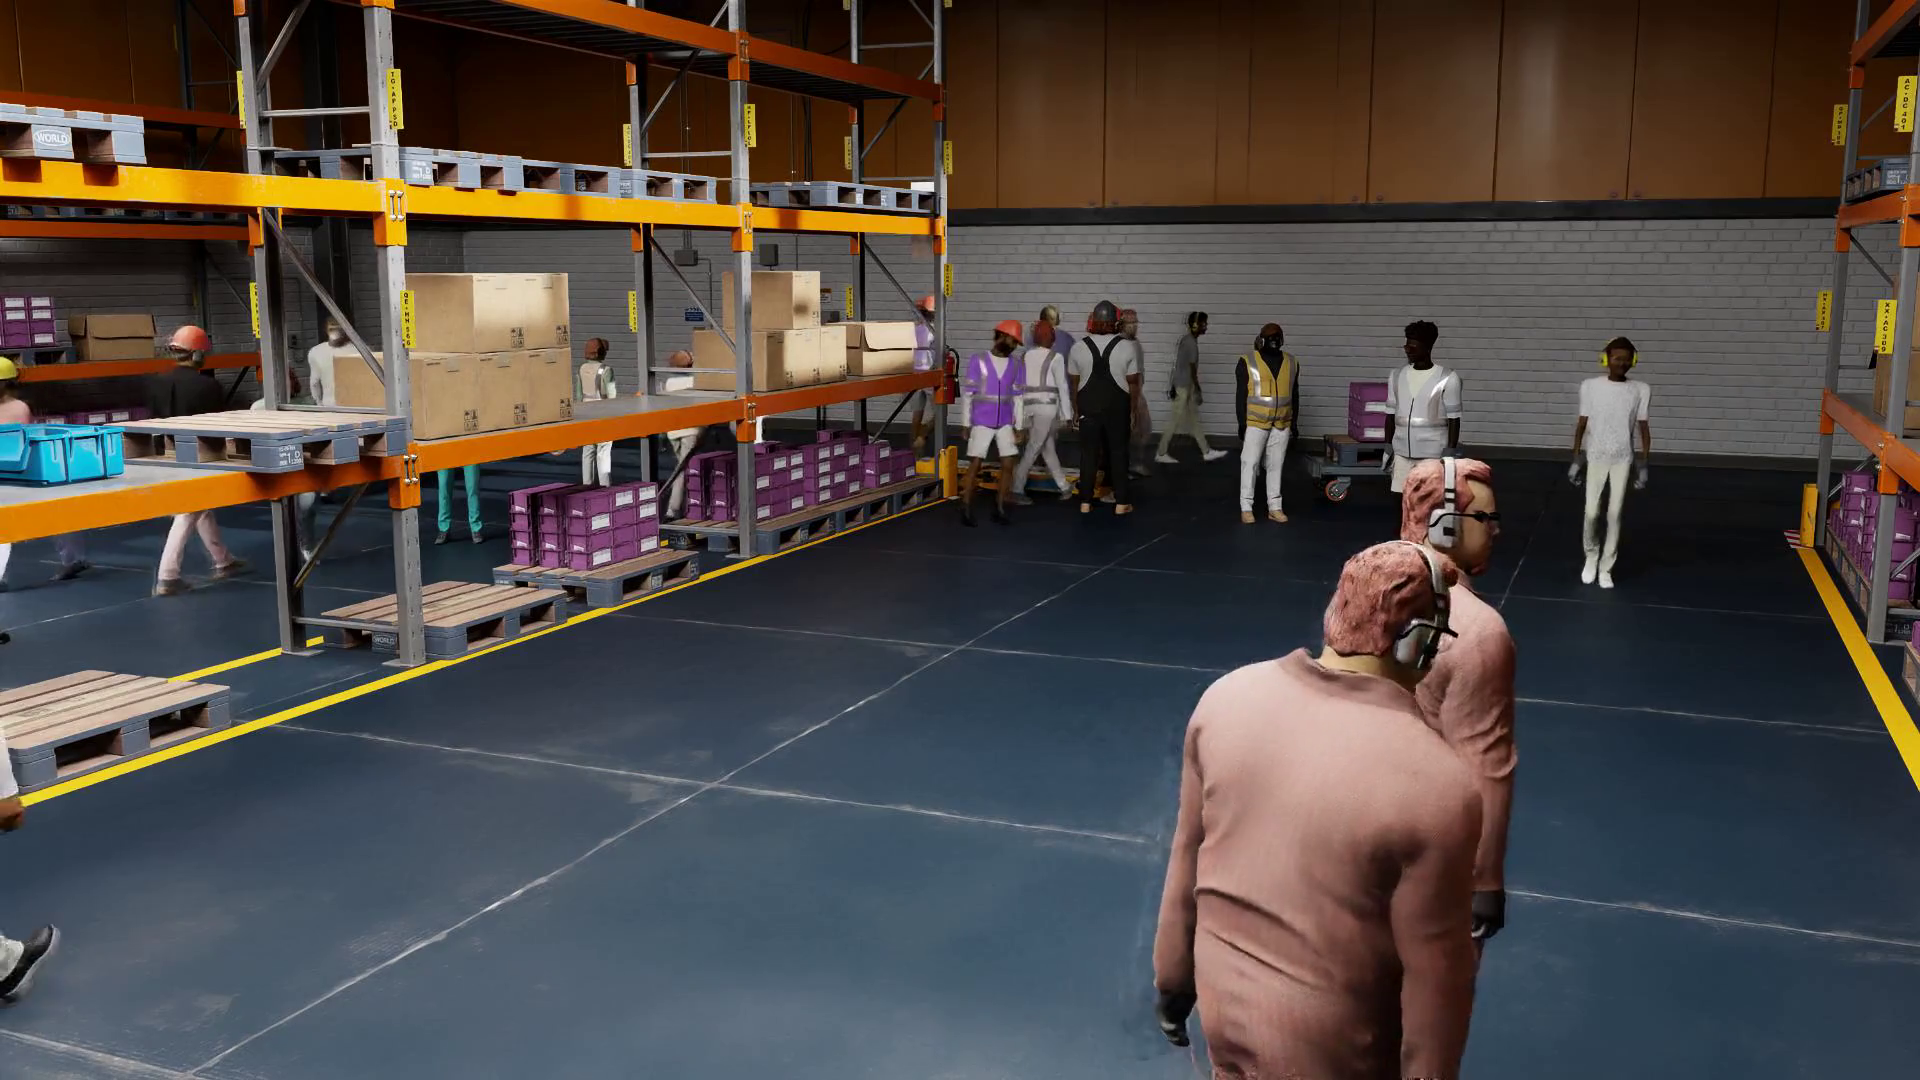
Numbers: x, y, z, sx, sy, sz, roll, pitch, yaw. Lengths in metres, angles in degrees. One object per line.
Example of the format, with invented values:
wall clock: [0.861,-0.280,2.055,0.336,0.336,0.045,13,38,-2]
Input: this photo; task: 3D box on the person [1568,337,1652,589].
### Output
person: [4.764,-0.558,12.183,0.561,1.855,0.397,2,10,14]

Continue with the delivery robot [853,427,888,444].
delivery robot: [-1.155,-1.034,18.715,0.707,0.478,0.477,7,12,38]

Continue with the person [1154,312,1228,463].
person: [2.784,-1.814,19.924,0.980,1.820,0.548,0,9,2]

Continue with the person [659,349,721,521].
person: [-2.560,-0.967,15.450,0.524,1.596,0.868,4,10,25]

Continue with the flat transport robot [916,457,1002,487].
flat transport robot: [-0.229,-0.755,18.167,1.431,0.197,0.652,7,12,38]

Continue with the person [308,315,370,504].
person: [-6.202,-1.316,16.724,0.654,1.880,1.045,-1,9,-6]

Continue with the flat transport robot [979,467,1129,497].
flat transport robot: [0.978,-0.623,17.369,1.431,0.197,0.652,6,11,31]

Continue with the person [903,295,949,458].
person: [-0.390,-1.847,19.477,0.718,2.025,0.481,8,12,40]

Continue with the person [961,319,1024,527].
person: [0.289,-1.059,15.144,0.617,1.890,0.383,-4,10,-23]

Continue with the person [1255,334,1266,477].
person: [3.416,-1.540,18.850,0.526,1.621,0.543,1,9,6]

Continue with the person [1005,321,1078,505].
person: [0.819,-1.263,16.585,1.009,1.823,0.647,-8,12,-39]

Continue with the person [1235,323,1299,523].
person: [2.843,-1.073,15.346,0.620,1.845,0.430,-2,10,-12]

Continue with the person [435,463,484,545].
person: [-4.264,-0.832,14.114,0.533,1.767,0.327,-2,10,-11]

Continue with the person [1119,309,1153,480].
person: [1.889,-1.592,18.351,0.575,1.890,0.657,7,12,38]

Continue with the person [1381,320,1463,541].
person: [3.471,-0.678,12.577,0.613,1.961,0.362,9,13,42]

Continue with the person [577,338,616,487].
person: [-3.690,-1.236,16.954,0.523,1.636,0.310,7,12,35]

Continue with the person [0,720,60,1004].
person: [-3.083,0.677,4.949,0.625,1.765,0.967,3,10,17]

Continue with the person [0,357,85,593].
person: [-6.890,-0.488,12.177,0.534,1.724,0.911,8,12,40]

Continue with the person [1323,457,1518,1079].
person: [1.172,0.740,4.174,0.399,1.905,0.643,-3,10,-19]

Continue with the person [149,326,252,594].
person: [-5.617,-0.599,12.210,0.623,1.933,1.057,3,10,19]

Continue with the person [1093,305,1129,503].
person: [1.513,-1.369,16.708,0.393,1.985,0.611,-3,10,-15]

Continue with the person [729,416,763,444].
person: [-2.366,-1.641,18.845,0.648,1.823,0.552,6,11,32]

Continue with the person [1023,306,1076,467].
person: [1.039,-1.717,19.053,0.668,1.912,0.611,-3,10,-17]

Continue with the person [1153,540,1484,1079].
person: [0.645,0.928,3.142,0.534,1.868,0.703,-6,11,-34]

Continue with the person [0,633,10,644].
person: [-6.212,-0.212,9.940,0.552,1.913,0.866,5,11,28]

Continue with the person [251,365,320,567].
person: [-5.223,-0.563,12.946,0.517,1.613,0.436,-4,10,-24]

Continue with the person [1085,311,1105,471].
person: [1.513,-1.493,17.710,0.489,1.899,0.669,-9,13,-42]

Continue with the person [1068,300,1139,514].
person: [1.390,-1.272,15.950,0.682,2.000,0.537,2,10,14]
